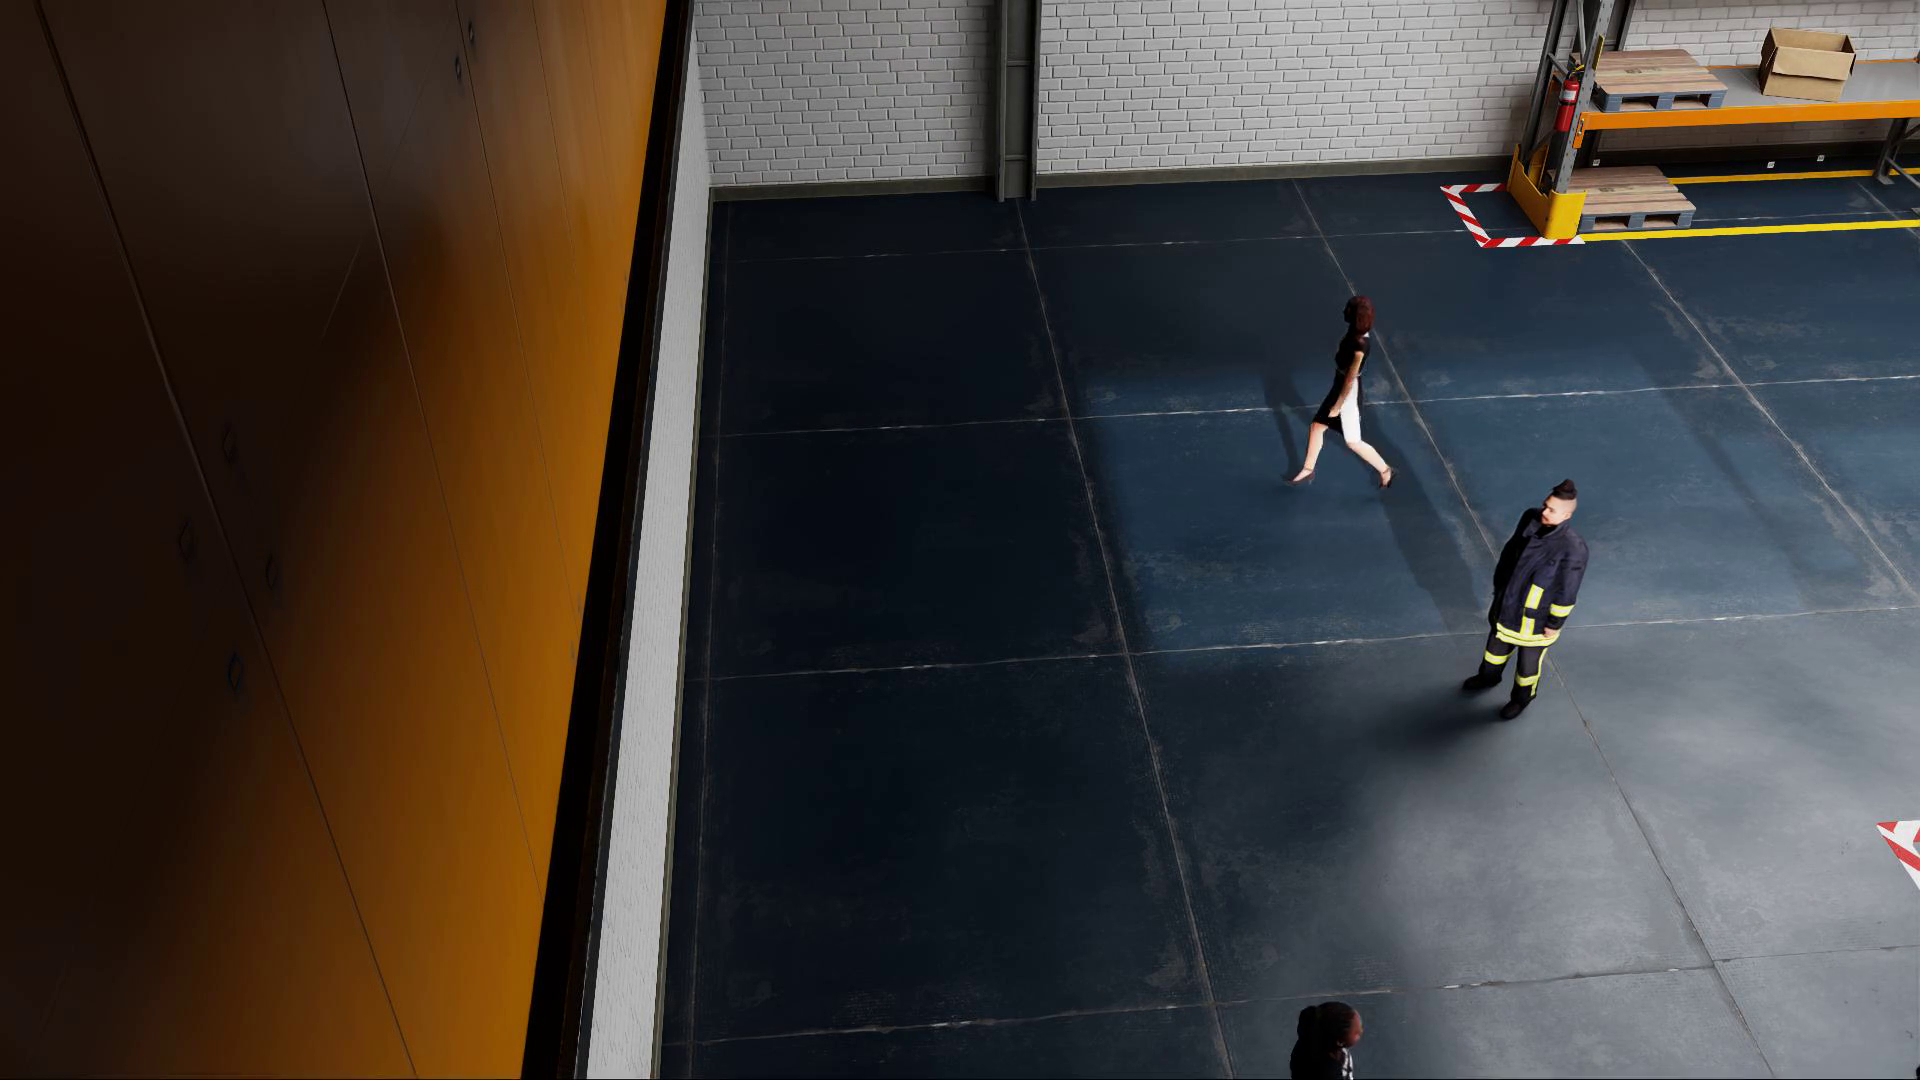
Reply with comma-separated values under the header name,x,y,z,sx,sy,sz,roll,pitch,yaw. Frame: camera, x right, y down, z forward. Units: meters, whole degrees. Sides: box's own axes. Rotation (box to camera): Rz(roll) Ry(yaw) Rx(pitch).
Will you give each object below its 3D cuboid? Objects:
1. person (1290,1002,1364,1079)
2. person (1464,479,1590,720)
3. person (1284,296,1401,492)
name,x,y,z,sx,sy,sz,roll,pitch,yaw
person,1.634,2.839,8.060,1.213,1.696,0.775,5,39,6
person,3.795,0.369,11.022,0.850,1.859,0.857,-19,42,-22
person,3.074,-1.057,12.888,1.155,1.759,0.722,3,39,4
